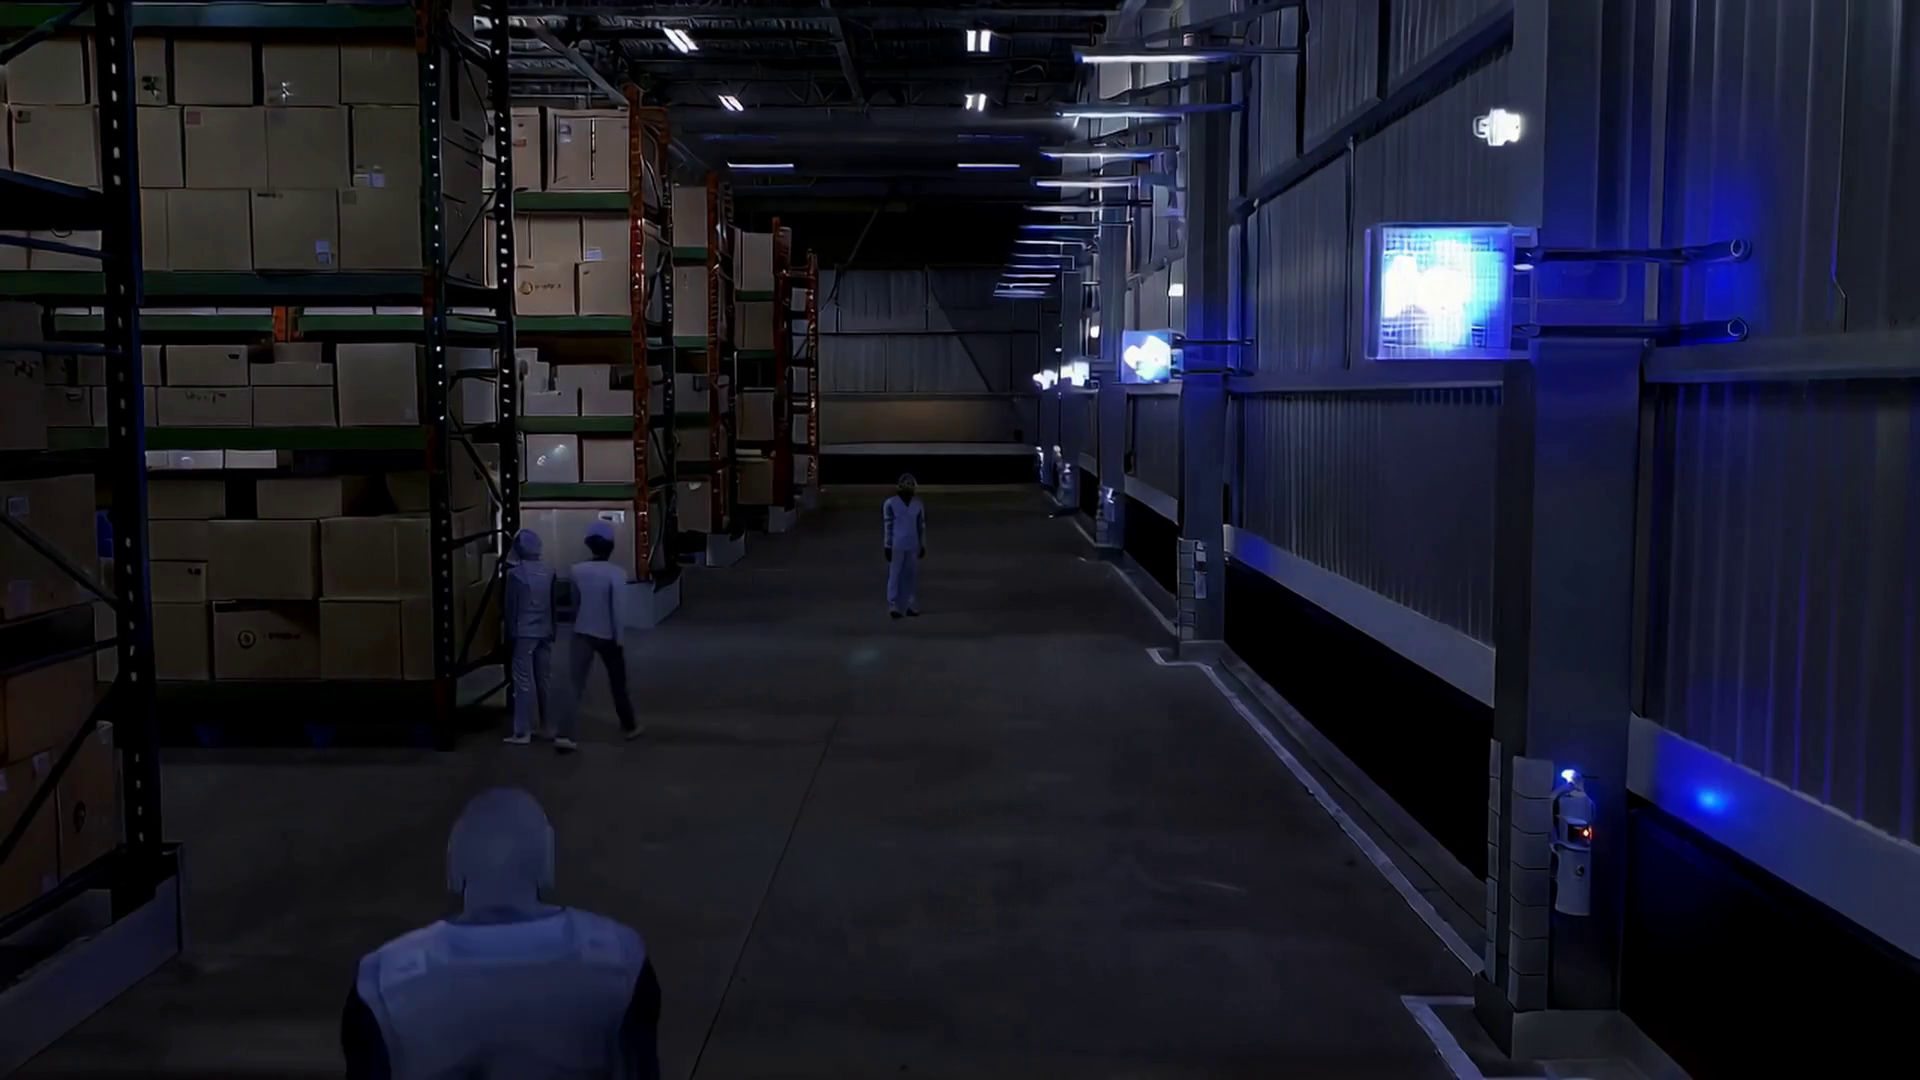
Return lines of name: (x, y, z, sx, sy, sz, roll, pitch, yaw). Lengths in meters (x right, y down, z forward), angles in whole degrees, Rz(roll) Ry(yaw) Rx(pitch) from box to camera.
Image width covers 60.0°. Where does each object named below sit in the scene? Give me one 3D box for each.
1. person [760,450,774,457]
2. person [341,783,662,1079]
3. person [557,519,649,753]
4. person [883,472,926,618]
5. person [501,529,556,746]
person: (-4.955, -1.900, 42.362, 0.949, 1.786, 0.587, 2, 5, 17)
person: (-0.940, 1.420, 3.447, 0.642, 1.827, 0.439, -2, 5, -25)
person: (-2.707, 0.705, 12.406, 0.537, 1.714, 0.941, 2, 5, 22)
person: (-0.643, 0.054, 19.838, 0.563, 1.743, 0.349, -3, 6, -32)
person: (-3.249, 0.732, 12.585, 0.321, 1.631, 0.526, 3, 6, 28)
